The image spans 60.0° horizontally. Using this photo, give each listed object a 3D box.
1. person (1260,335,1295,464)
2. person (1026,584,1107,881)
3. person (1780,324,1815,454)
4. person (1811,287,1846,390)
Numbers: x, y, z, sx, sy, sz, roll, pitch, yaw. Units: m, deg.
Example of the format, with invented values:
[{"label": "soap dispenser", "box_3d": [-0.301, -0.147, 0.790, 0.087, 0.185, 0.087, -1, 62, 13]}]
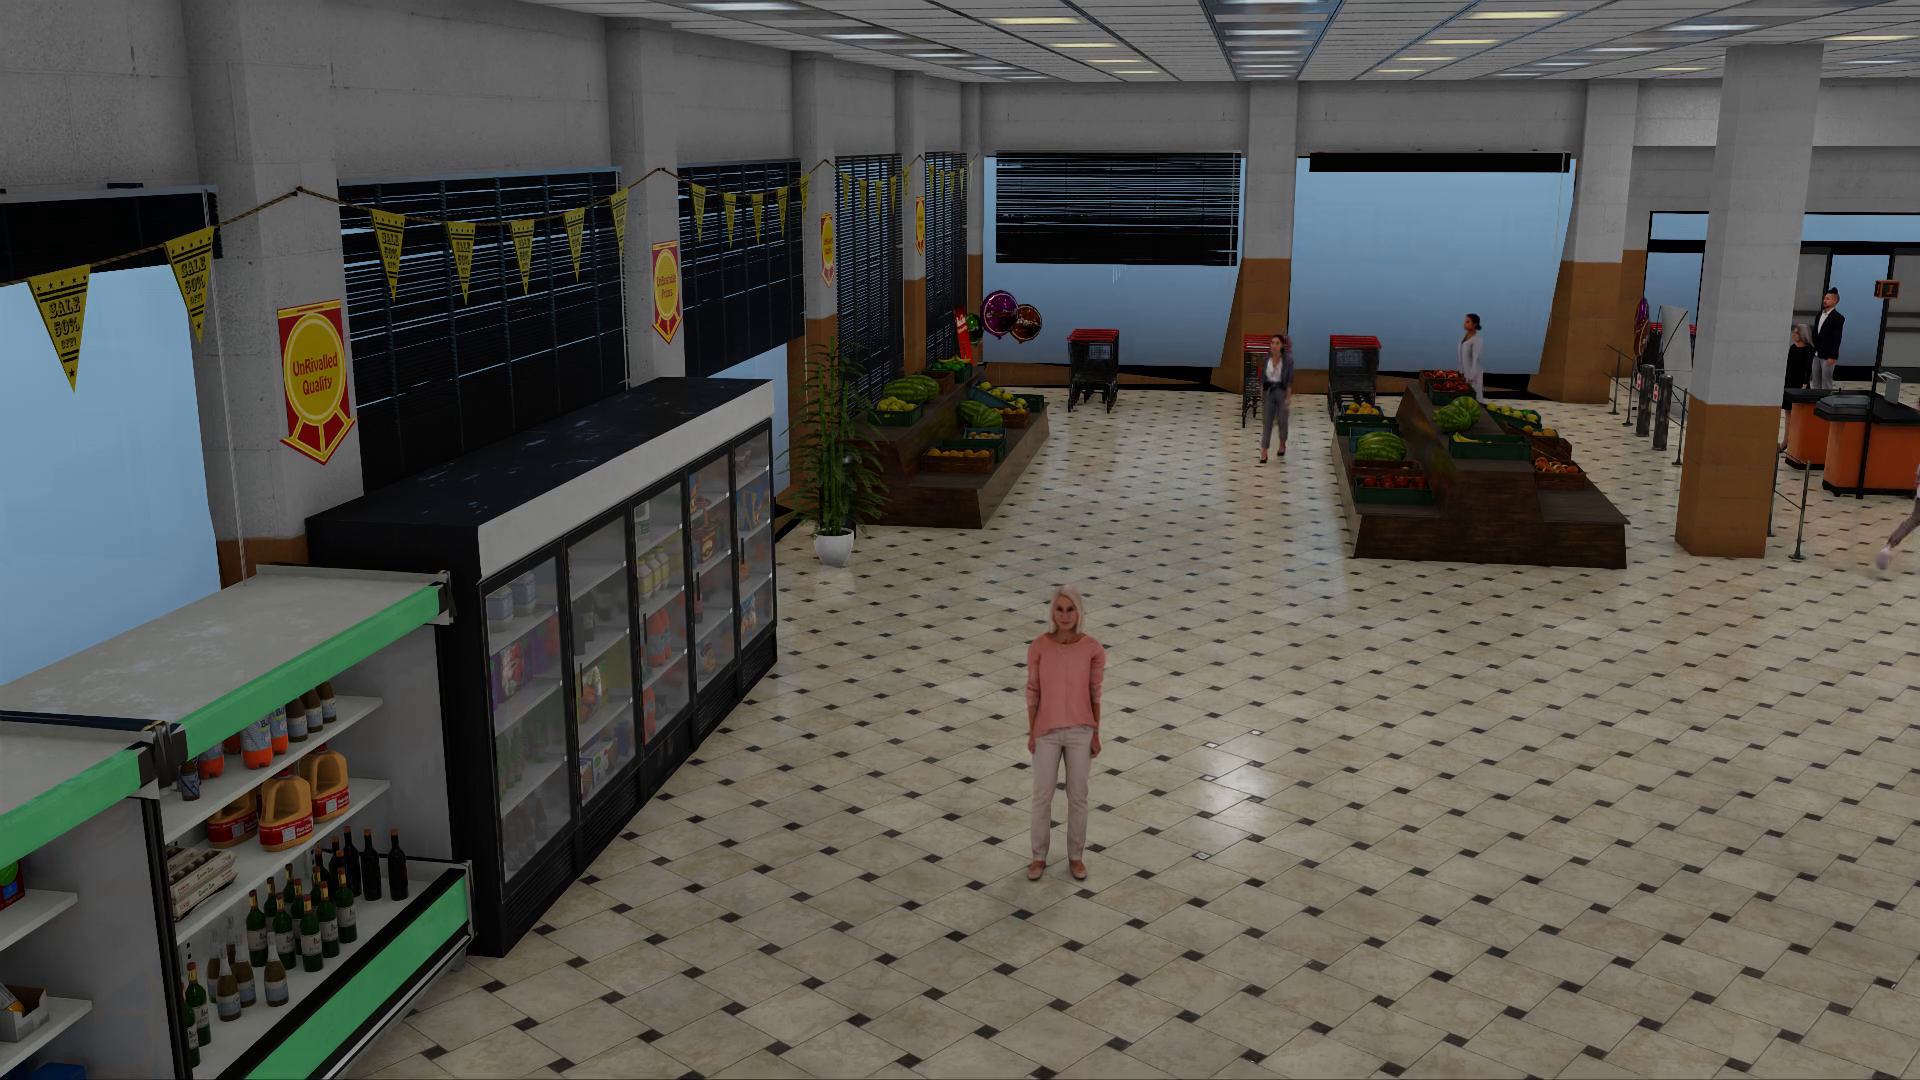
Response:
[{"label": "person", "box_3d": [4.142, -1.813, 21.576, 0.807, 1.626, 1.174, 7, 15, 25]}, {"label": "person", "box_3d": [0.592, 1.079, 9.445, 0.620, 1.724, 0.550, 1, 14, 3]}, {"label": "person", "box_3d": [11.099, -2.002, 22.099, 0.745, 1.746, 0.630, -3, 14, -12]}, {"label": "person", "box_3d": [13.091, -2.847, 25.151, 0.847, 1.950, 0.692, -3, 14, -13]}]
